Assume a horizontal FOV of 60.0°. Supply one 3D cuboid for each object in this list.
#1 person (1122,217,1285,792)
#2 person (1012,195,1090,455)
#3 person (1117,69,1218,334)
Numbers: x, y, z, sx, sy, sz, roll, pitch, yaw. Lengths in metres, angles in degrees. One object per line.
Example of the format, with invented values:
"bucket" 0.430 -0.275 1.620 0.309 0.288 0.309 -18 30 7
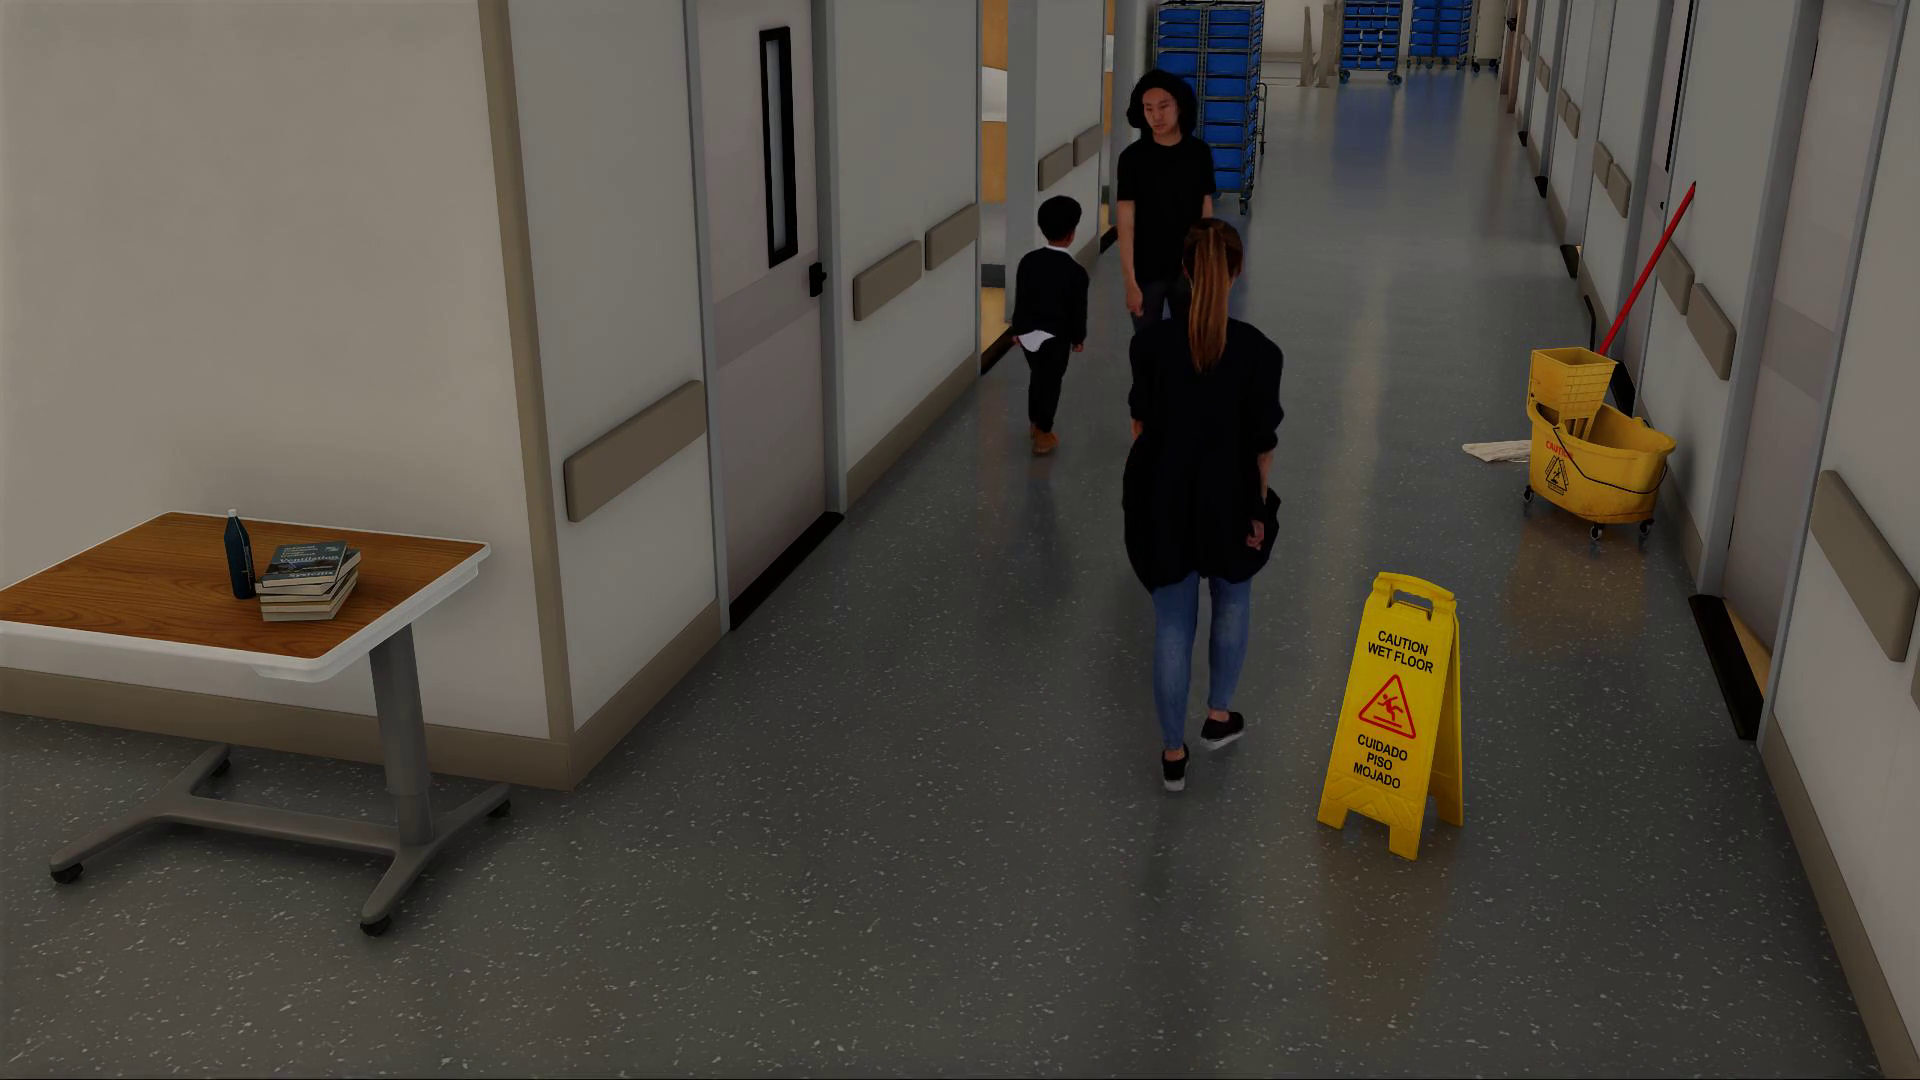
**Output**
"person" 0.664 -0.053 4.743 0.600 1.667 0.692 5 21 13
"person" 0.393 -1.003 7.902 0.556 1.207 0.606 10 23 24
"person" 0.921 -1.255 7.720 0.942 1.792 1.168 -5 21 -13
